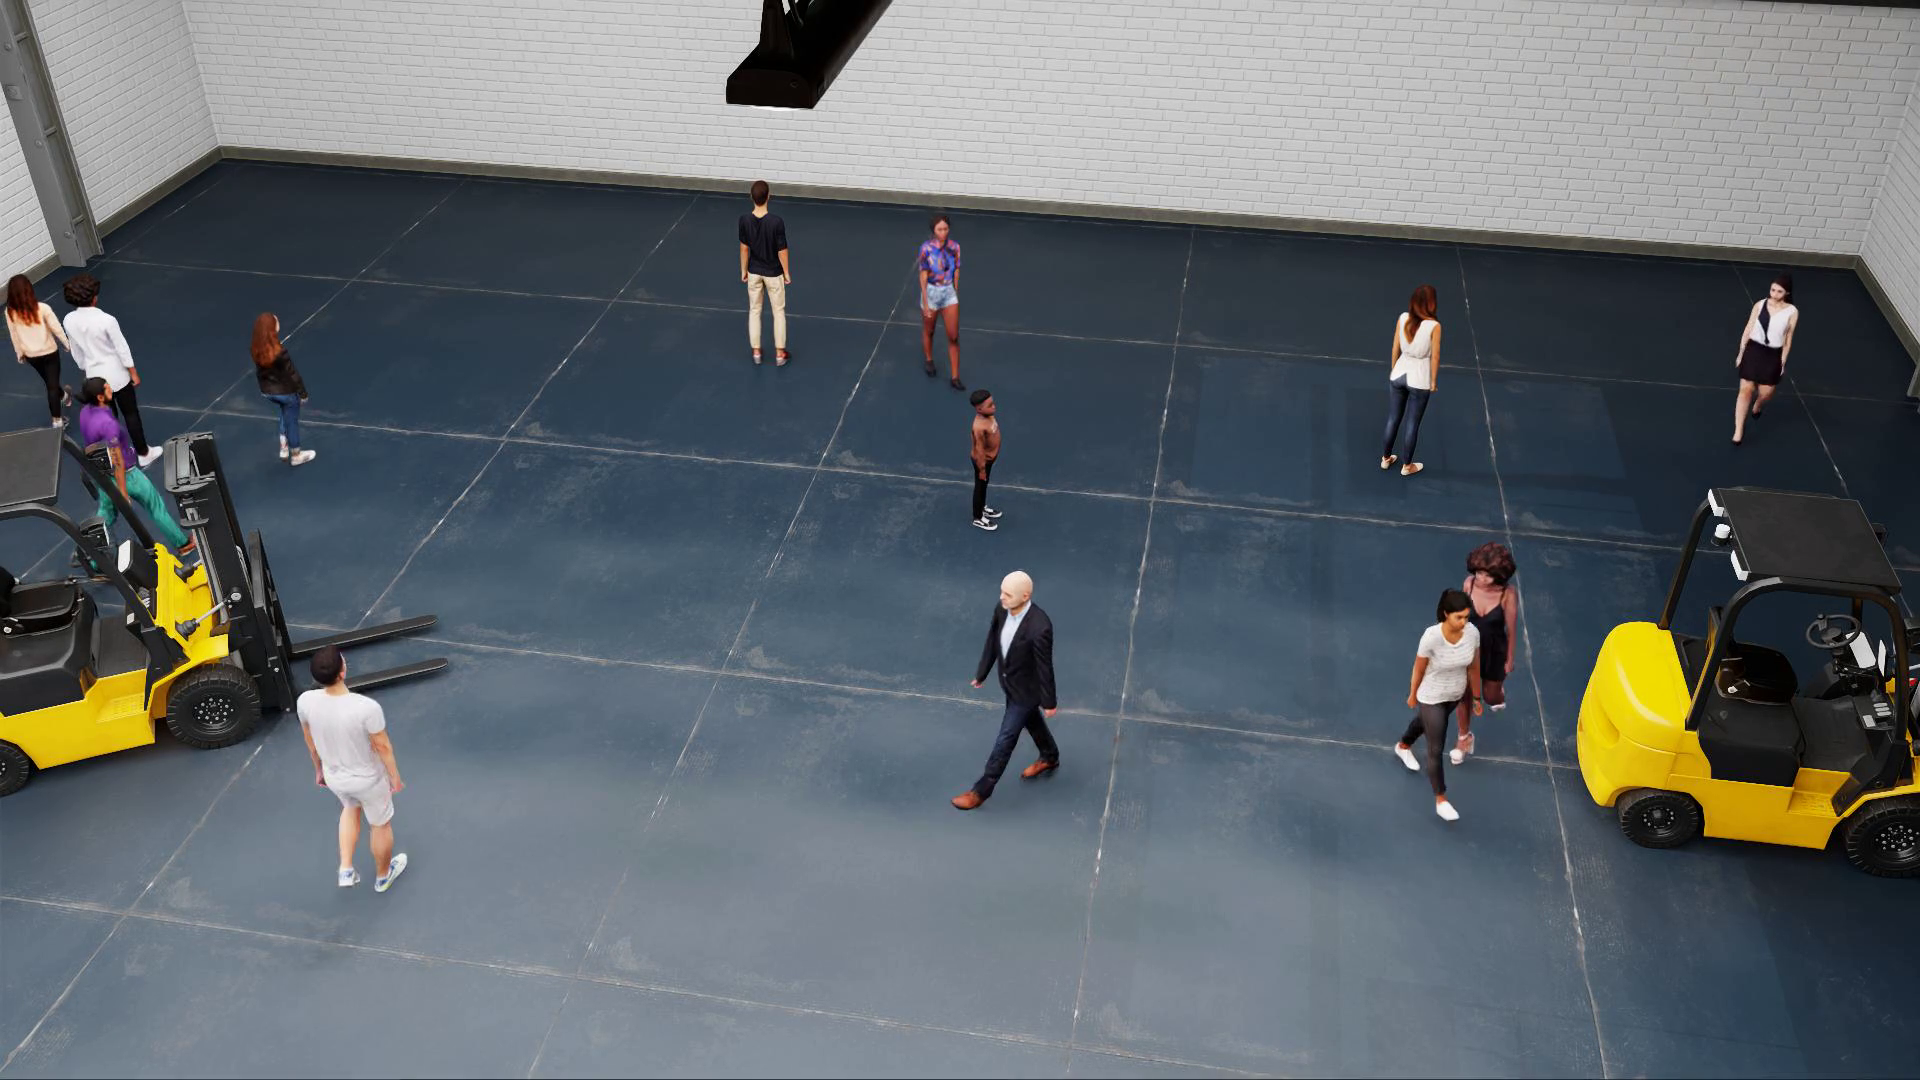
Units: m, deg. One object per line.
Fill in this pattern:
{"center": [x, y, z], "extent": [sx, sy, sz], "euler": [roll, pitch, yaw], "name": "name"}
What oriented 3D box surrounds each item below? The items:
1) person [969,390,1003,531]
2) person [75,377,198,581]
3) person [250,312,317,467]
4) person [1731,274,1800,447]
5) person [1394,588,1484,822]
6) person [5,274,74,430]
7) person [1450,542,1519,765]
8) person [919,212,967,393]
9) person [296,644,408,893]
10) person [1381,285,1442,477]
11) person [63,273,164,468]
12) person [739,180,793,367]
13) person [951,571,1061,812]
{"center": [0.192, -0.692, 13.856], "extent": [0.587, 1.255, 0.429], "euler": [7, 34, 11], "name": "person"}
{"center": [-6.702, -0.444, 13.062], "extent": [1.023, 1.722, 1.273], "euler": [23, 40, 31], "name": "person"}
{"center": [-5.991, -1.287, 14.552], "extent": [0.636, 1.476, 0.611], "euler": [14, 36, 20], "name": "person"}
{"center": [7.225, -1.636, 14.930], "extent": [0.748, 1.639, 0.870], "euler": [21, 39, 28], "name": "person"}
{"center": [3.139, 0.981, 11.032], "extent": [0.938, 1.595, 1.157], "euler": [-11, 35, -17], "name": "person"}
{"center": [-8.399, -1.678, 15.171], "extent": [0.763, 1.443, 1.009], "euler": [-4, 34, -6], "name": "person"}
{"center": [3.571, 0.723, 11.266], "extent": [0.837, 1.767, 1.007], "euler": [19, 38, 26], "name": "person"}
{"center": [-0.238, -2.327, 15.905], "extent": [0.903, 1.710, 1.099], "euler": [-9, 35, -14], "name": "person"}
{"center": [-3.713, 1.459, 10.087], "extent": [0.676, 1.846, 0.709], "euler": [6, 34, 9], "name": "person"}
{"center": [3.911, -1.386, 14.423], "extent": [0.678, 1.784, 0.696], "euler": [27, 42, 34], "name": "person"}
{"center": [-7.456, -1.474, 14.534], "extent": [0.663, 1.808, 0.582], "euler": [1, 34, 1], "name": "person"}
{"center": [-1.890, -2.594, 16.179], "extent": [0.630, 1.851, 0.539], "euler": [6, 34, 9], "name": "person"}
{"center": [0.466, 0.939, 10.952], "extent": [1.251, 1.755, 1.215], "euler": [-19, 38, -26], "name": "person"}
